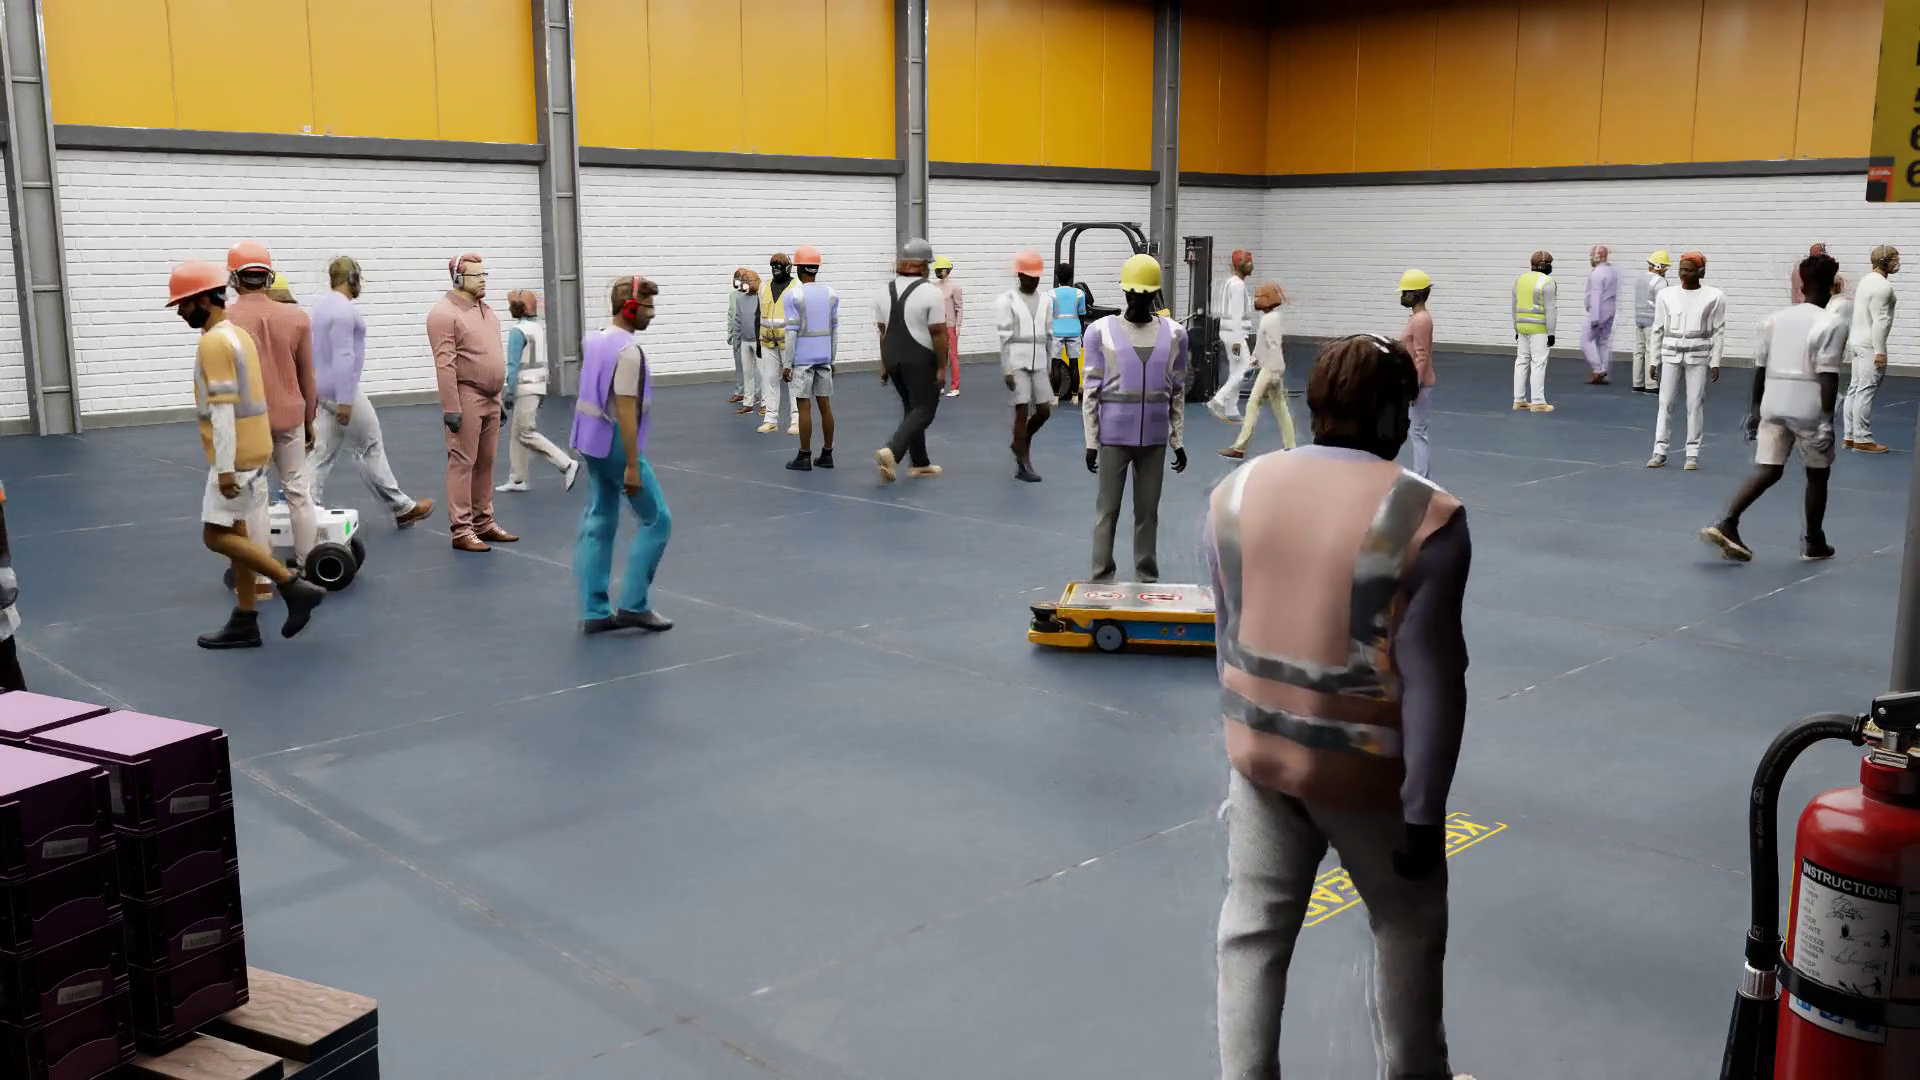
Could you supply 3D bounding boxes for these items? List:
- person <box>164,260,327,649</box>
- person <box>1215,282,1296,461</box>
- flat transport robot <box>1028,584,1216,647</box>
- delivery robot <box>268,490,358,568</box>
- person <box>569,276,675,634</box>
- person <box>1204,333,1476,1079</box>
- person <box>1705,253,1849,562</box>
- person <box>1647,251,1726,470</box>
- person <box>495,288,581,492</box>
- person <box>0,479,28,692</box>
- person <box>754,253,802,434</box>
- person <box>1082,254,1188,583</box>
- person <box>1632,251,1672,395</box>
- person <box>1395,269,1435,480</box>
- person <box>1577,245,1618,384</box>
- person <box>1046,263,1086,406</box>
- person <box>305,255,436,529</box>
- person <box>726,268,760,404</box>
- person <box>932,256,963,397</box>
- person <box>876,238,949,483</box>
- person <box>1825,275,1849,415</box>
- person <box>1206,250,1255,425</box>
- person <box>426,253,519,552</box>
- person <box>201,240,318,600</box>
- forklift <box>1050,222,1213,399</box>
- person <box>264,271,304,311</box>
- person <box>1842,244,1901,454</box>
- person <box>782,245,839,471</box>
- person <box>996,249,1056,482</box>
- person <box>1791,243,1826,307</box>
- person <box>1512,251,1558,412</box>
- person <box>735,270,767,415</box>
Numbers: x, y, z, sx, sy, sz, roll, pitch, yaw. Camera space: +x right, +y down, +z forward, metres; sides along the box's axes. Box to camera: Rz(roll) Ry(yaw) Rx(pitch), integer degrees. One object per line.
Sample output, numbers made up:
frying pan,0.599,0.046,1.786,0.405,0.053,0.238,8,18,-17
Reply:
person,-3.508,-0.402,8.114,0.621,1.900,0.601,-2,11,-10
person,2.675,-1.492,14.889,0.797,1.603,0.513,2,11,12
flat transport robot,1.087,0.379,8.307,1.431,0.197,0.652,2,10,9
delivery robot,-3.860,-0.049,9.594,0.707,0.478,0.477,-2,10,-13
person,-1.693,-0.419,8.423,0.545,1.814,0.590,-7,13,-35
person,0.865,0.465,3.618,0.654,1.817,0.753,10,14,43
person,5.092,-0.797,10.238,0.895,1.924,0.659,-5,11,-25
person,6.282,-1.546,14.405,0.577,1.881,0.349,7,12,33
person,-3.337,-1.155,13.001,0.671,1.617,0.522,0,10,0
person,-3.671,0.100,6.061,0.585,1.636,0.855,-1,10,-4
person,-1.823,-2.002,17.006,0.627,1.844,0.429,4,11,19
person,0.940,-0.554,8.891,0.586,1.921,0.383,-2,11,-13
person,8.797,-2.751,21.144,0.404,1.822,0.592,-2,11,-9
person,3.448,-1.169,12.675,0.330,1.765,0.533,3,11,14
person,8.669,-3.044,22.585,0.659,1.887,0.434,-10,14,-43
person,1.233,-2.430,19.726,0.535,1.700,0.318,-3,11,-15
person,-4.102,-0.966,11.256,1.011,1.875,0.680,-8,13,-36
person,-2.603,-2.456,20.047,0.499,1.634,0.278,6,12,32
person,-0.206,-2.676,20.887,0.533,1.767,0.325,8,13,39
person,-0.416,-1.481,13.618,0.692,2.000,0.865,10,14,42
person,9.347,-2.045,17.852,0.513,1.623,0.516,-2,11,-13
person,2.944,-2.147,17.709,0.441,1.868,0.608,1,10,7
person,-3.136,-0.890,10.764,0.410,1.909,0.643,3,11,14
person,-3.896,-0.663,9.284,0.612,1.994,0.394,-10,14,-44
forklift,1.935,-2.847,20.651,2.313,2.155,1.214,2,11,13
person,-5.928,-1.488,14.568,0.486,1.720,0.740,-5,12,-27
person,8.529,-1.785,15.556,0.378,1.940,0.629,3,11,14
person,-1.304,-1.564,14.355,0.545,1.938,0.362,-9,14,-40
person,0.539,-1.447,13.791,0.547,1.910,0.538,-5,12,-27
person,12.382,-3.341,24.132,0.409,1.908,0.639,-6,12,-28
person,6.650,-2.402,19.192,0.429,1.840,0.633,-4,11,-23
person,-2.333,-2.225,18.787,0.503,1.632,0.274,6,12,30
